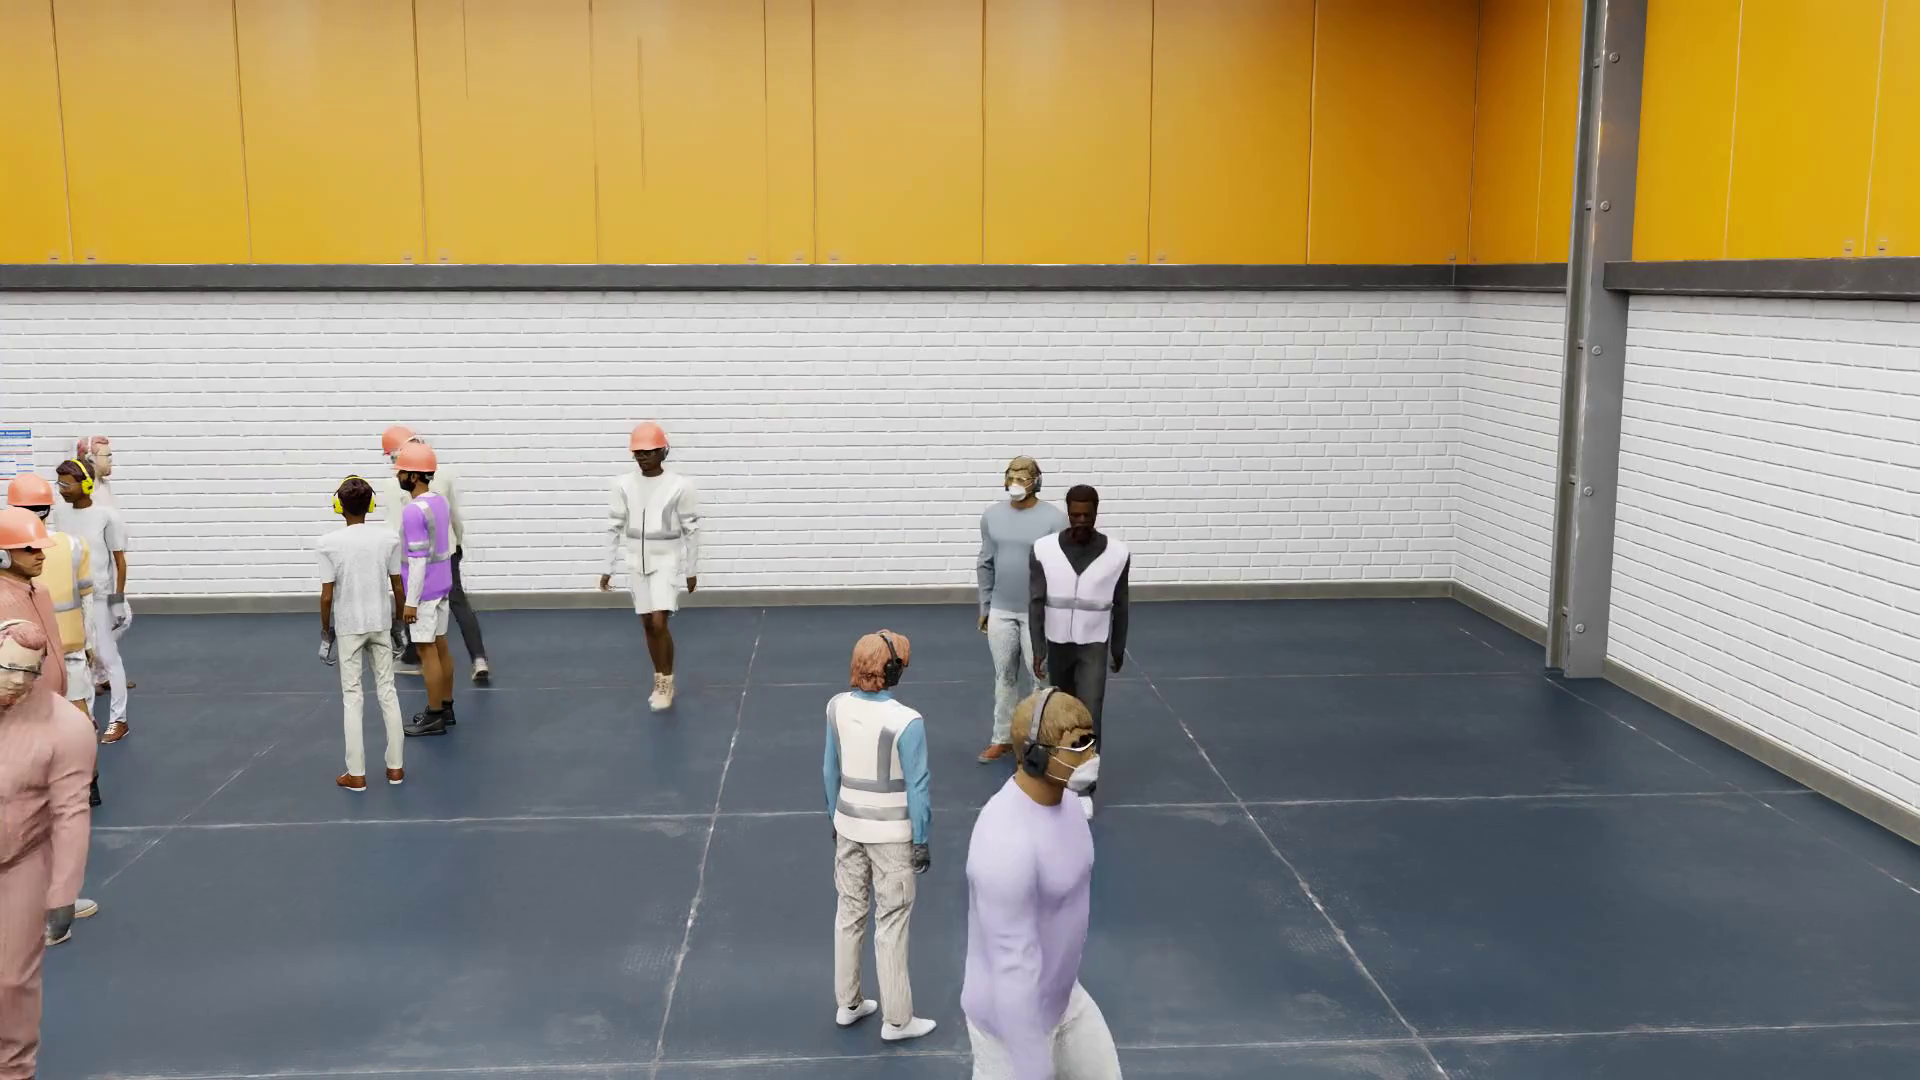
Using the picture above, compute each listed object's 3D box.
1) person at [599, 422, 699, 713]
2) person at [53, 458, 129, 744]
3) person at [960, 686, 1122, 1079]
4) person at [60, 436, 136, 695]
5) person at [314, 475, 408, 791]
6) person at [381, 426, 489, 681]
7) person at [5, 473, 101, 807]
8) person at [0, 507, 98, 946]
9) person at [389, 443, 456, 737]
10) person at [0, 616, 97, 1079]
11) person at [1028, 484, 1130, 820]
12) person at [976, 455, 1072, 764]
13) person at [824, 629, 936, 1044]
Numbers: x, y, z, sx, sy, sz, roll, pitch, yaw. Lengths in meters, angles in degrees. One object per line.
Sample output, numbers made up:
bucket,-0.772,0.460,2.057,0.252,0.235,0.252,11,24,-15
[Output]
person,-2.177,0.192,11.562,0.623,2.019,0.689,3,9,16
person,-5.657,0.395,10.792,0.518,1.865,0.329,2,9,10
person,0.294,1.349,4.618,0.722,1.914,0.665,3,10,21
person,-6.194,0.191,12.003,0.424,1.892,0.652,-3,10,-20
person,-3.529,0.545,9.829,0.511,1.872,0.328,-7,11,-36
person,-3.901,0.108,12.414,1.001,1.929,0.736,7,11,37
person,-5.139,0.589,9.335,0.372,1.939,0.544,7,11,37
person,-4.258,0.836,7.606,0.384,1.993,0.622,-1,9,-6
person,-3.546,0.325,10.983,0.354,1.942,0.545,0,9,1
person,-3.412,1.181,5.865,0.728,1.858,0.531,-2,9,-10
person,0.694,0.579,9.644,0.573,1.872,1.009,1,9,8
person,0.379,0.447,10.252,0.644,1.941,0.371,5,10,28
person,-0.327,1.171,6.619,0.520,1.639,0.312,7,12,39
